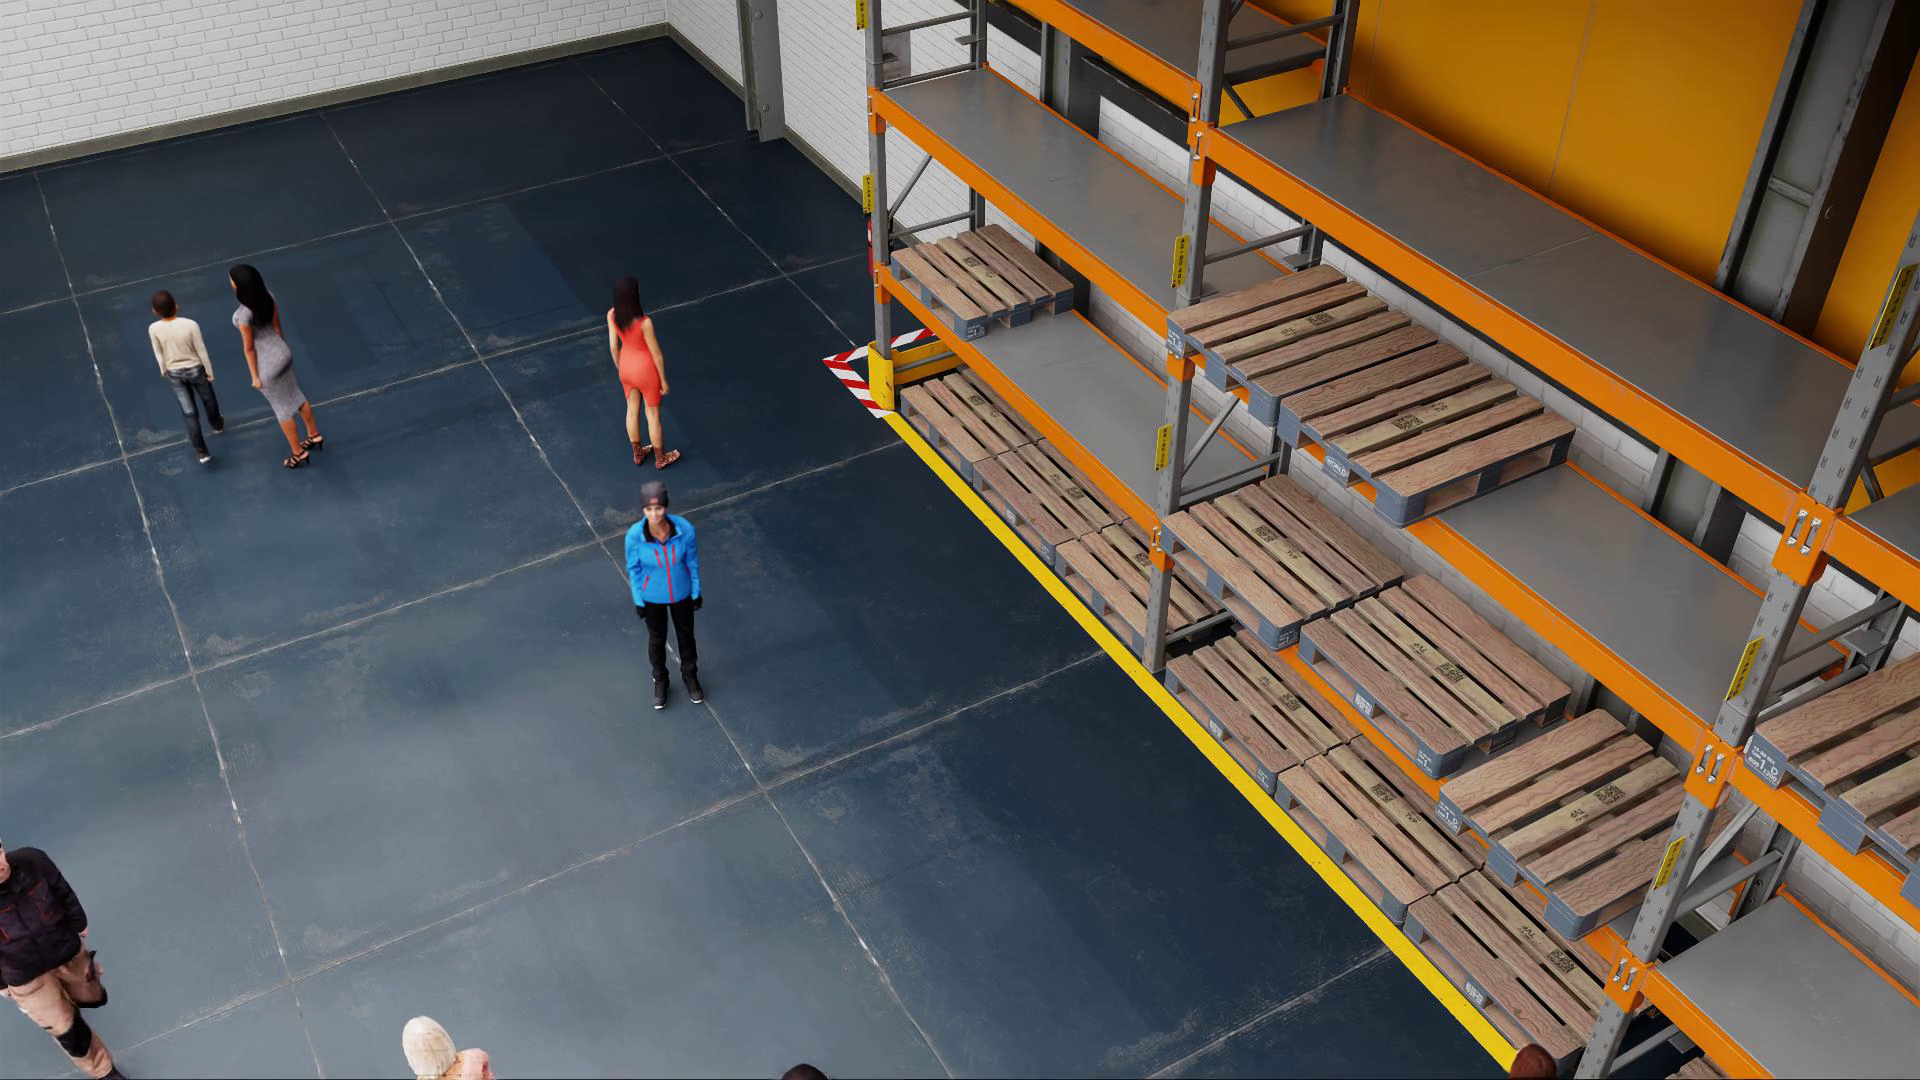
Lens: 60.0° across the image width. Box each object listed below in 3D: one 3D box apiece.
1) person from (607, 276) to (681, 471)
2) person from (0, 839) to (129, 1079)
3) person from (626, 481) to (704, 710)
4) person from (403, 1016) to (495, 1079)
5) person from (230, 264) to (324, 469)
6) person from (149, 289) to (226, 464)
[{"bbox_3d":[-2.525,-1.316,13.099,0.640,1.719,0.730,15,41,18],"label":"person"},{"bbox_3d":[-4.791,2.135,8.627,1.165,1.908,0.964,25,45,28],"label":"person"},{"bbox_3d":[-1.927,0.353,10.948,0.675,1.795,0.632,-7,39,-9],"label":"person"},{"bbox_3d":[-2.293,2.880,7.876,0.698,1.682,1.173,-25,45,-28],"label":"person"},{"bbox_3d":[-5.405,-1.374,13.127,0.737,1.776,0.675,9,39,11],"label":"person"},{"bbox_3d":[-6.182,-1.286,13.286,0.674,1.439,1.027,-12,40,-15],"label":"person"}]
